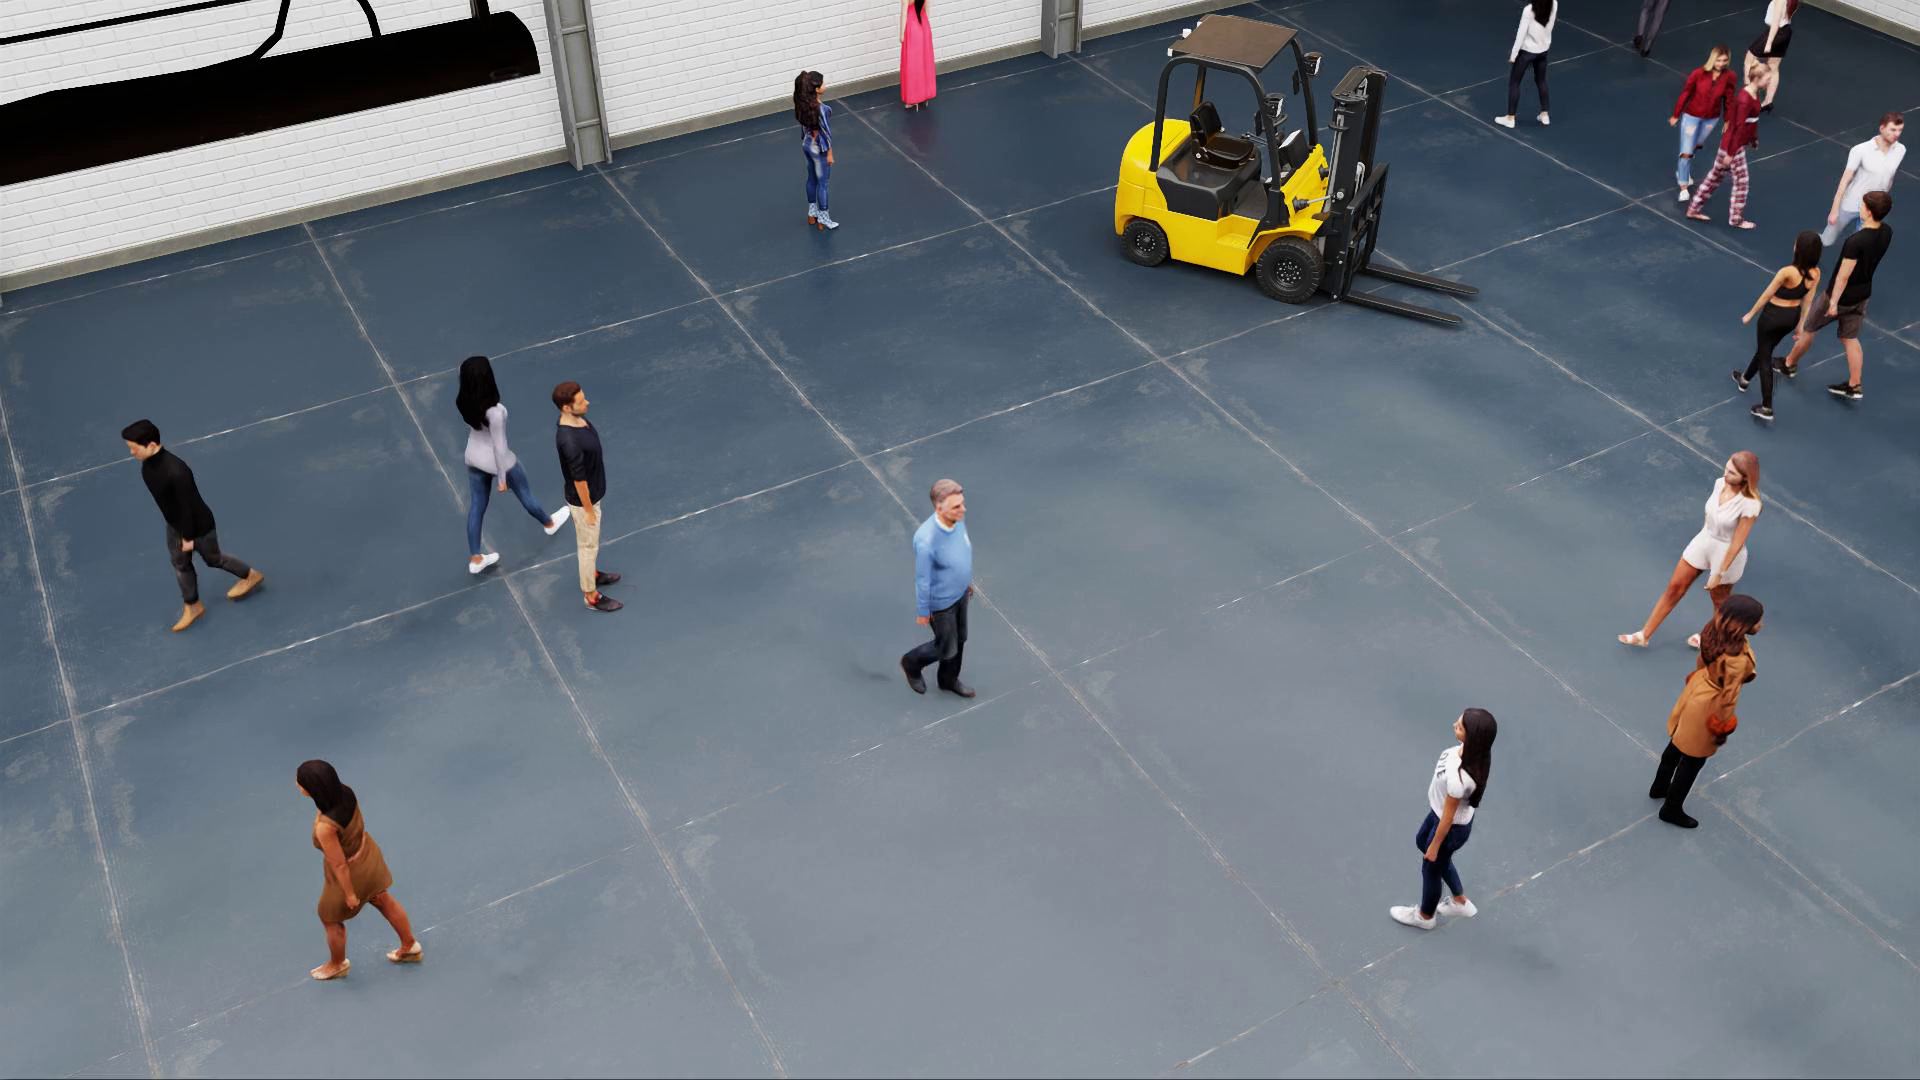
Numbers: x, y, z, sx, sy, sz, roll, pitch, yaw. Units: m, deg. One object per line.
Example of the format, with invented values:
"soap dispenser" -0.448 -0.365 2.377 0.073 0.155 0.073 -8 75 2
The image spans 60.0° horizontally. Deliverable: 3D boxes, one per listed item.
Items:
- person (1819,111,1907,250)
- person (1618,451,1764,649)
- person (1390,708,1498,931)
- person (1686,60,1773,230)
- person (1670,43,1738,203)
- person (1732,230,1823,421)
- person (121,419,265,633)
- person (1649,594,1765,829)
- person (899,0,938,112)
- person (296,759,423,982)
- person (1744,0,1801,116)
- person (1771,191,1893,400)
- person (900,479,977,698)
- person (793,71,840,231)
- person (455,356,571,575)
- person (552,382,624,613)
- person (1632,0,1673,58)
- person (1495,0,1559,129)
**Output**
"person" 8.120 -3.048 15.130 1.240 1.813 1.136 0 39 0
"person" 5.223 0.099 11.312 1.066 1.661 0.714 -13 41 -16
"person" 2.828 1.617 9.326 0.831 1.767 0.778 18 42 21
"person" 7.505 -3.884 16.284 0.994 1.680 0.963 13 41 16
"person" 7.479 -4.279 16.854 1.108 1.585 1.086 1 39 1
"person" 6.743 -1.744 13.656 0.987 1.614 0.826 -7 39 -8
"person" -5.346 -0.177 11.634 0.922 1.690 1.085 26 45 28
"person" 4.533 1.024 10.103 0.798 1.724 0.779 3 39 4
"person" -0.482 -5.624 18.428 0.735 1.723 0.602 31 48 32
"person" -3.253 1.825 9.146 0.933 1.666 0.794 -2 39 -3
"person" 9.040 -5.467 18.305 0.637 1.632 0.689 -27 46 -30
"person" 7.438 -2.002 13.807 1.063 1.830 0.773 -16 41 -20
"person" -0.163 0.316 10.924 0.902 1.805 0.852 18 42 22
"person" -1.395 -3.817 16.251 0.554 1.616 0.610 -23 44 -26
"person" -3.474 -0.498 12.033 0.957 1.694 1.198 22 44 25
"person" -2.649 -0.327 11.689 0.646 1.856 0.711 -7 39 -9
"person" 8.262 -6.528 19.530 0.822 1.761 0.885 13 40 15
"person" 6.216 -5.309 18.060 0.632 1.690 0.822 -17 41 -20
